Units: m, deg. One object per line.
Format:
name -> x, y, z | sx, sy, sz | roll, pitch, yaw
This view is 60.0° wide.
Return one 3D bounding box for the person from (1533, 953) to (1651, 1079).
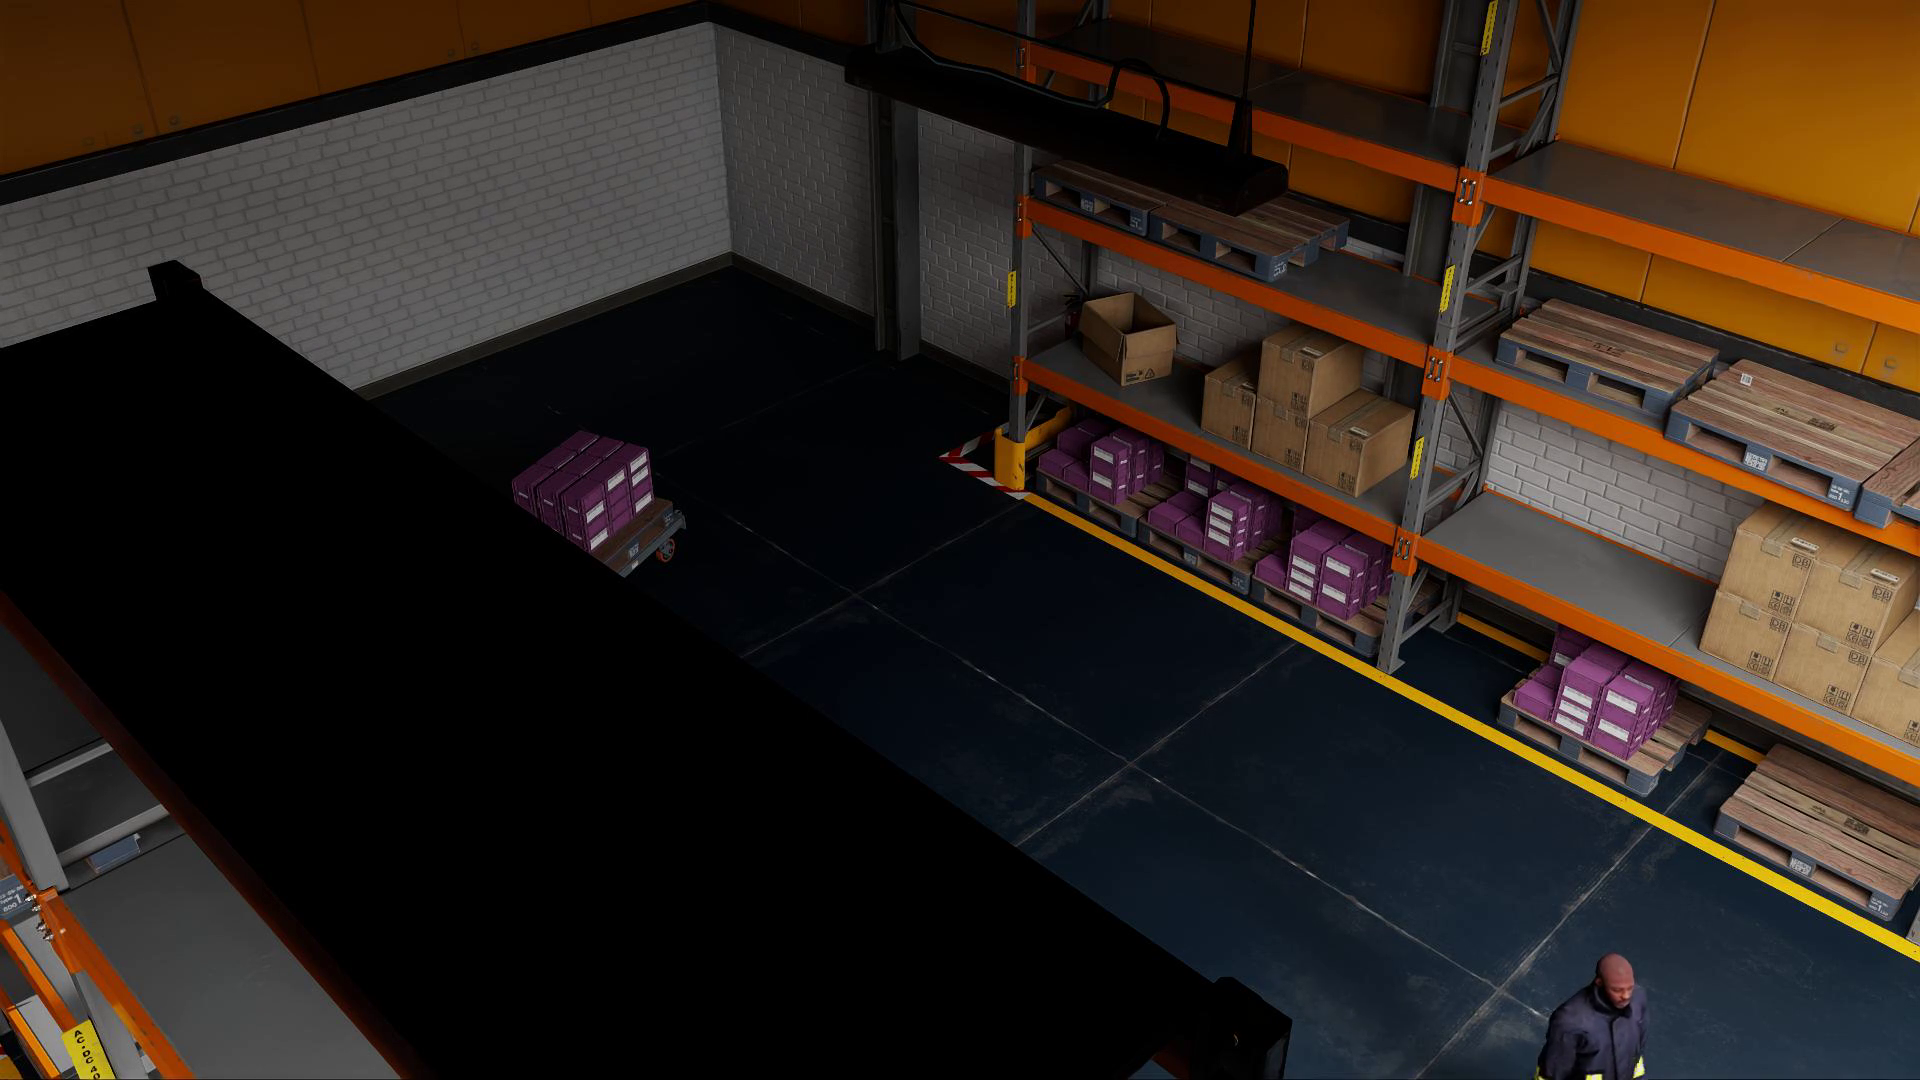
person -> 3.259, 2.784, 8.792 | 0.982, 1.790, 1.283 | -15, 37, -22
